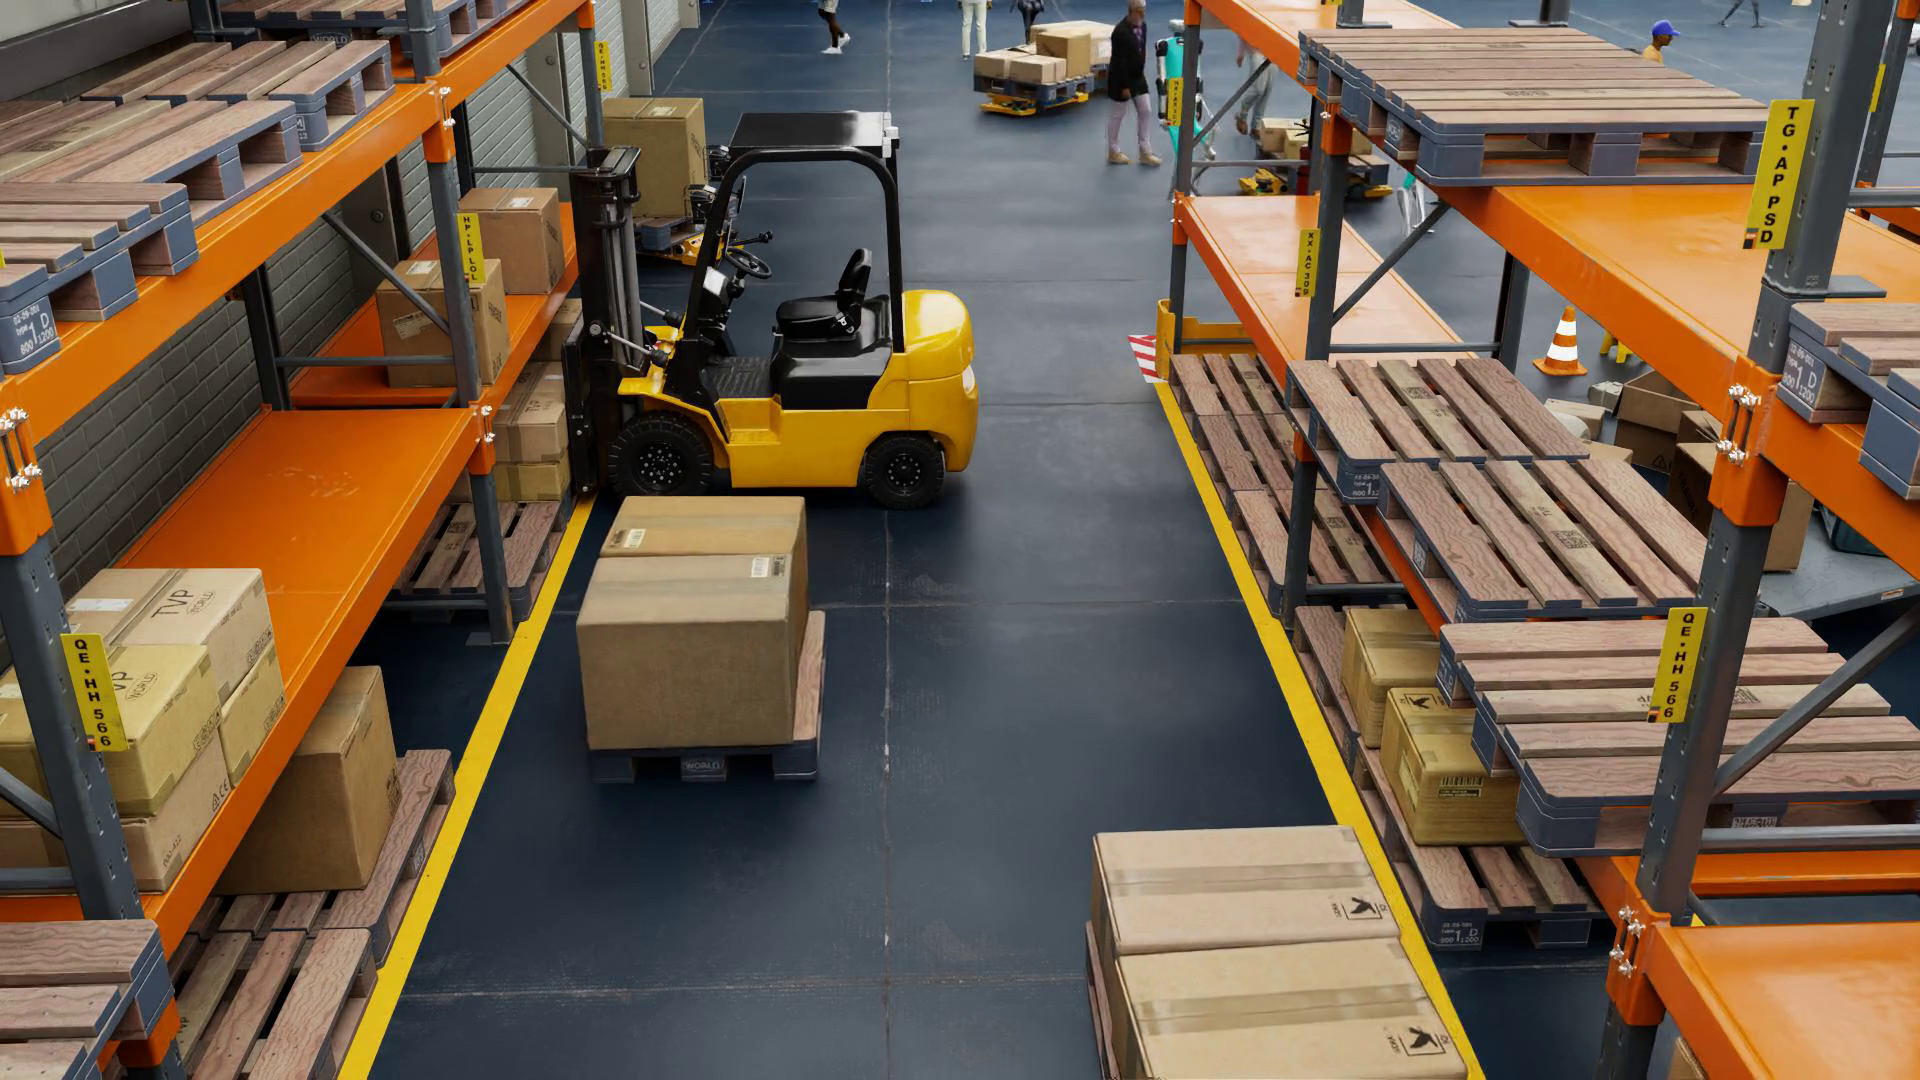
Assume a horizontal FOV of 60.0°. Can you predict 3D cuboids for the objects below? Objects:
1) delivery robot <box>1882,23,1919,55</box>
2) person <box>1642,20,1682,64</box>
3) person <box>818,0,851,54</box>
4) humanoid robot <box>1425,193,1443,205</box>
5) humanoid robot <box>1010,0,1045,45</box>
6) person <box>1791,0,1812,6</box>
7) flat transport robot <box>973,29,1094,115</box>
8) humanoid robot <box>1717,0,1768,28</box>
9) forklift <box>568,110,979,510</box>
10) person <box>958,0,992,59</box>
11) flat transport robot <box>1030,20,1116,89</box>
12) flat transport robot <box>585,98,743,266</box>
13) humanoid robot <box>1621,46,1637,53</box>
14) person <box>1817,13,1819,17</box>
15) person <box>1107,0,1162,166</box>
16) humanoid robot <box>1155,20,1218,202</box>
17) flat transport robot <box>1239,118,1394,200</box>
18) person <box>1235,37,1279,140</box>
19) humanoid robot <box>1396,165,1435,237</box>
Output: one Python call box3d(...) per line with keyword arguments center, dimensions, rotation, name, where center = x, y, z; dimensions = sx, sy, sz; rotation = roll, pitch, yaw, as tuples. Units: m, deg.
box3d(center=(14.171, -7.576, 24.993), dimensions=(0.753, 0.579, 0.499), rotation=(-15, 29, -29), name="delivery robot")
box3d(center=(7.037, -4.431, 17.003), dimensions=(0.391, 1.709, 0.438), rotation=(10, 27, 19), name="person")
box3d(center=(-1.949, -8.225, 24.849), dimensions=(0.428, 1.876, 0.552), rotation=(-3, 25, -5), name="person")
box3d(center=(4.818, -4.144, 16.428), dimensions=(0.612, 1.655, 0.355), rotation=(-18, 31, -34), name="humanoid robot")
box3d(center=(1.005, -8.011, 24.629), dimensions=(0.598, 1.636, 0.623), rotation=(-17, 30, -32), name="humanoid robot")
box3d(center=(15.230, -10.561, 29.770), dimensions=(0.381, 1.891, 0.545), rotation=(16, 30, 30), name="person")
box3d(center=(0.959, -5.642, 21.252), dimensions=(0.659, 0.231, 1.431), rotation=(20, 32, 35), name="flat transport robot")
box3d(center=(12.972, -9.238, 27.280), dimensions=(0.780, 1.634, 0.613), rotation=(14, 29, 28), name="humanoid robot")
box3d(center=(-1.043, -1.379, 9.976), dimensions=(2.313, 2.155, 1.214), rotation=(-1, 25, -2), name="forklift")
box3d(center=(0.216, -7.954, 24.407), dimensions=(0.560, 1.752, 0.325), rotation=(8, 26, 17), name="person")
box3d(center=(1.640, -6.193, 22.419), dimensions=(1.431, 0.231, 0.659), rotation=(-16, 30, -30), name="flat transport robot")
box3d(center=(-2.746, -2.729, 15.082), dimensions=(1.431, 0.231, 0.659), rotation=(12, 28, 24), name="flat transport robot")
box3d(center=(6.346, -3.906, 16.000), dimensions=(0.772, 1.651, 0.597), rotation=(-13, 28, -26), name="humanoid robot")
box3d(center=(14.986, -9.811, 28.167), dimensions=(0.484, 1.902, 0.505), rotation=(19, 31, 34), name="person")
box3d(center=(1.886, -4.930, 17.944), dimensions=(0.579, 1.807, 0.787), rotation=(-21, 32, -37), name="person")
box3d(center=(2.281, -4.174, 16.525), dimensions=(0.539, 1.847, 0.804), rotation=(-12, 28, -24), name="humanoid robot")
box3d(center=(3.651, -3.661, 17.057), dimensions=(1.431, 0.231, 0.659), rotation=(-4, 26, -8), name="flat transport robot")
box3d(center=(3.554, -5.584, 19.231), dimensions=(0.661, 1.898, 0.521), rotation=(-10, 27, -20), name="person")
box3d(center=(4.285, -3.676, 15.399), dimensions=(0.552, 1.822, 0.665), rotation=(-14, 29, -27), name="humanoid robot")
